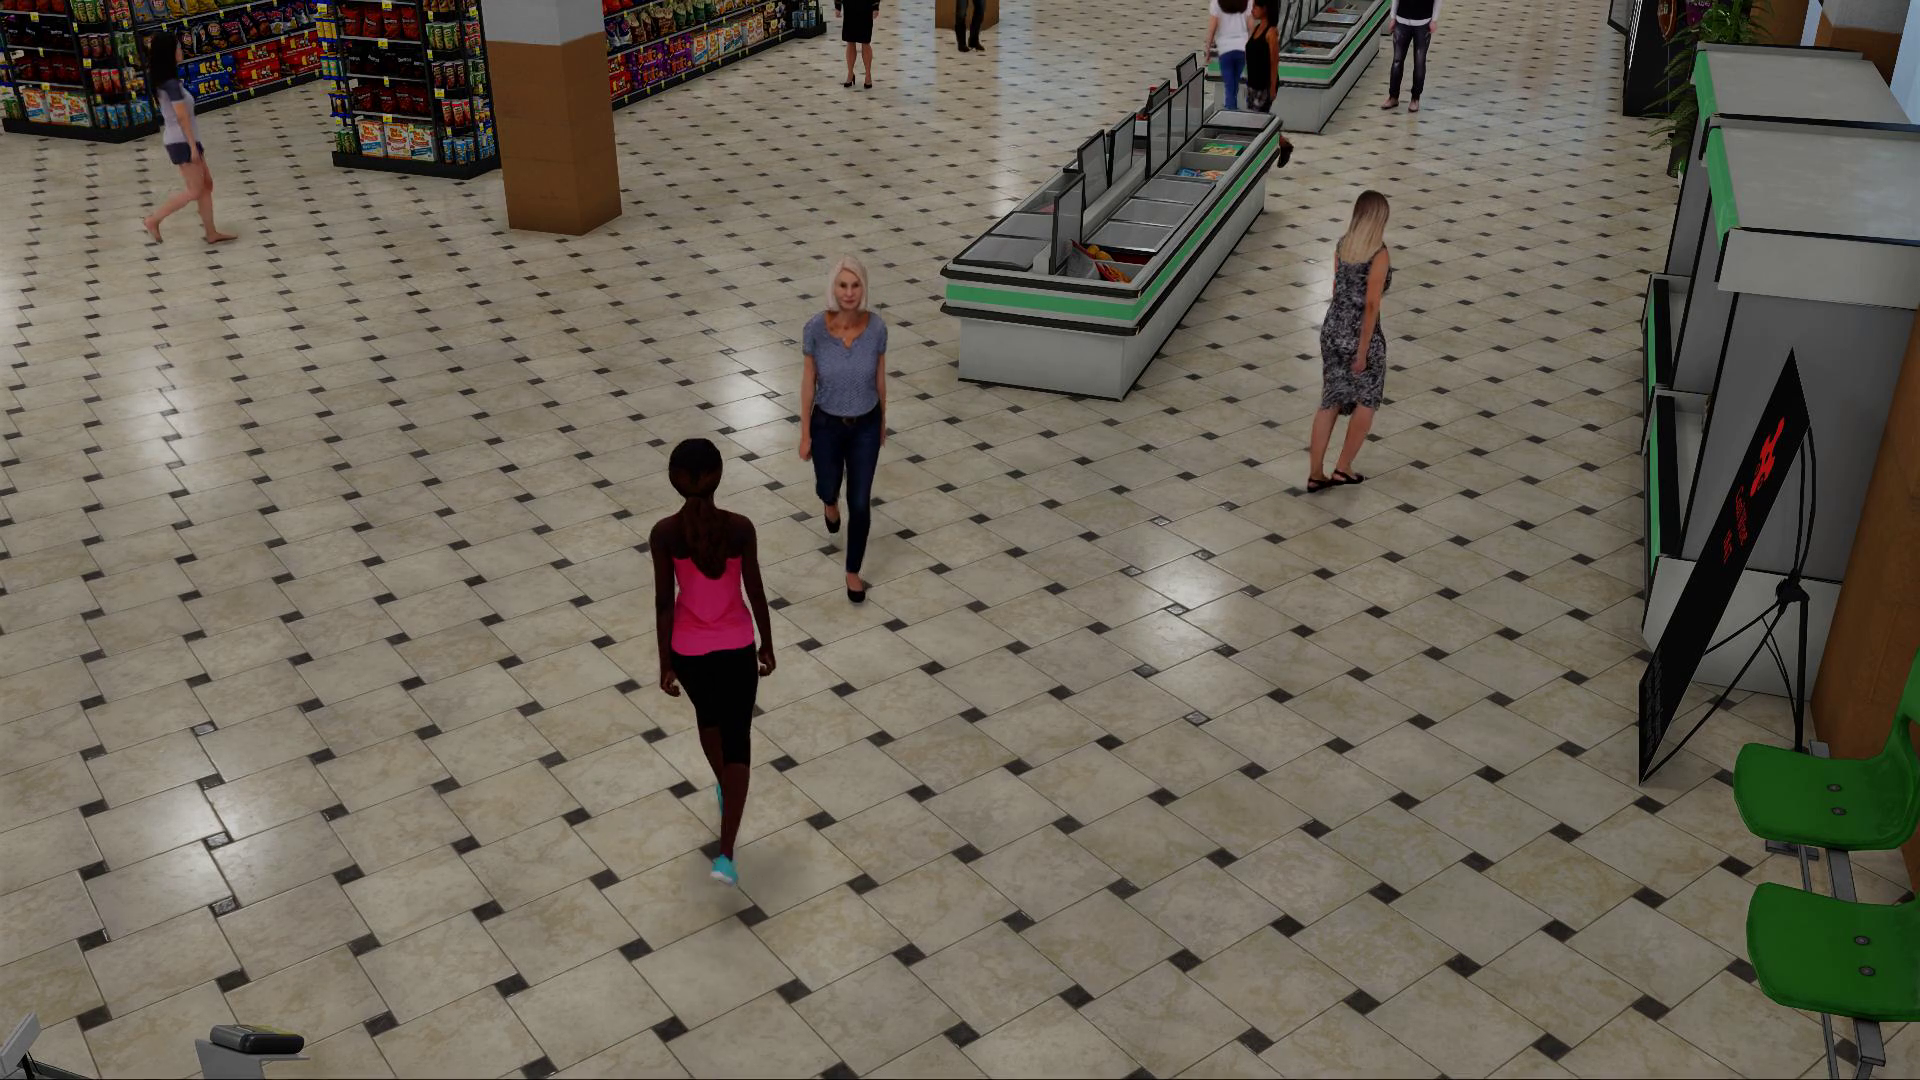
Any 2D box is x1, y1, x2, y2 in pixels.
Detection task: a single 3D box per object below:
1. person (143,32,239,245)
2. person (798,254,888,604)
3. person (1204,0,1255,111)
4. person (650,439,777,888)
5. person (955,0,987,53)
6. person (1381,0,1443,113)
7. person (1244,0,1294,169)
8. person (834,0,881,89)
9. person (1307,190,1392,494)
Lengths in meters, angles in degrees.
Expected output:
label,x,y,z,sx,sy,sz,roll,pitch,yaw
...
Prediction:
label,x,y,z,sx,sy,sz,roll,pitch,yaw
person,-6.264,-3.146,13.243,1.022,1.688,0.922,-15,30,-27
person,-0.575,-0.592,8.197,0.912,1.696,1.110,-3,27,-5
person,2.748,-4.775,16.509,0.922,1.639,1.092,-1,27,-1
person,-0.908,0.481,6.090,0.887,1.689,1.190,0,27,0
person,0.044,-7.025,20.774,0.847,1.795,0.909,-13,30,-24
person,4.869,-5.544,17.822,0.724,1.823,0.644,14,30,26
person,2.856,-4.216,15.392,0.875,1.653,0.831,-11,29,-20
person,-1.158,-6.005,18.899,0.725,1.671,0.667,5,27,11
person,2.100,-1.031,9.099,0.819,1.663,0.756,-11,29,-20
